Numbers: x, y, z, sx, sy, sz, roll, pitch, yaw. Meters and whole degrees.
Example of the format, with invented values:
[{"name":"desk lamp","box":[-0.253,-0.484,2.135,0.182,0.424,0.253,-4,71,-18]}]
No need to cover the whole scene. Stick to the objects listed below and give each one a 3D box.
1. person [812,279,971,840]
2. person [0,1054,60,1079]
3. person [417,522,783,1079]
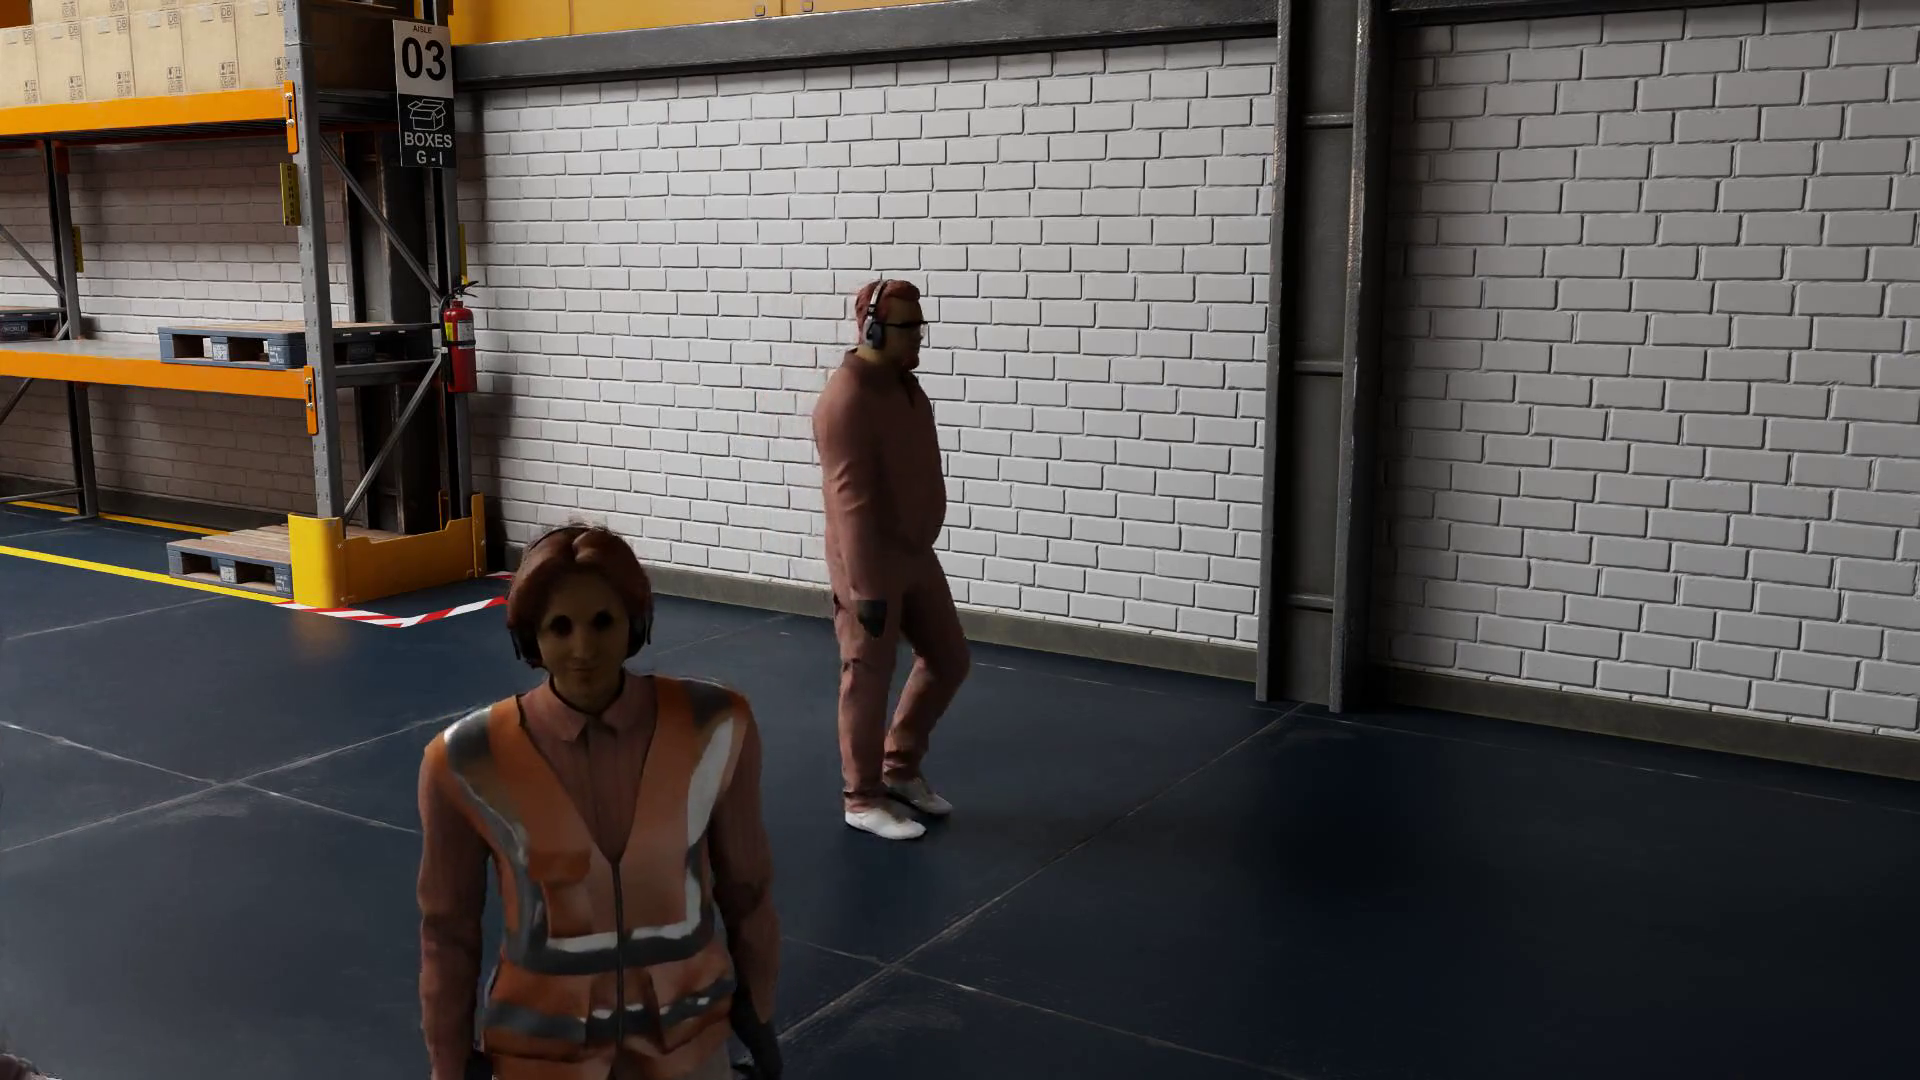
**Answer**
[{"name":"person","box":[-0.206,0.086,5.560,0.485,1.890,0.686,4,11,21]},{"name":"person","box":[-2.275,0.493,3.401,0.780,1.873,0.669,-1,10,-8]},{"name":"person","box":[-0.529,0.771,2.498,0.538,1.624,0.390,-4,11,-19]}]
